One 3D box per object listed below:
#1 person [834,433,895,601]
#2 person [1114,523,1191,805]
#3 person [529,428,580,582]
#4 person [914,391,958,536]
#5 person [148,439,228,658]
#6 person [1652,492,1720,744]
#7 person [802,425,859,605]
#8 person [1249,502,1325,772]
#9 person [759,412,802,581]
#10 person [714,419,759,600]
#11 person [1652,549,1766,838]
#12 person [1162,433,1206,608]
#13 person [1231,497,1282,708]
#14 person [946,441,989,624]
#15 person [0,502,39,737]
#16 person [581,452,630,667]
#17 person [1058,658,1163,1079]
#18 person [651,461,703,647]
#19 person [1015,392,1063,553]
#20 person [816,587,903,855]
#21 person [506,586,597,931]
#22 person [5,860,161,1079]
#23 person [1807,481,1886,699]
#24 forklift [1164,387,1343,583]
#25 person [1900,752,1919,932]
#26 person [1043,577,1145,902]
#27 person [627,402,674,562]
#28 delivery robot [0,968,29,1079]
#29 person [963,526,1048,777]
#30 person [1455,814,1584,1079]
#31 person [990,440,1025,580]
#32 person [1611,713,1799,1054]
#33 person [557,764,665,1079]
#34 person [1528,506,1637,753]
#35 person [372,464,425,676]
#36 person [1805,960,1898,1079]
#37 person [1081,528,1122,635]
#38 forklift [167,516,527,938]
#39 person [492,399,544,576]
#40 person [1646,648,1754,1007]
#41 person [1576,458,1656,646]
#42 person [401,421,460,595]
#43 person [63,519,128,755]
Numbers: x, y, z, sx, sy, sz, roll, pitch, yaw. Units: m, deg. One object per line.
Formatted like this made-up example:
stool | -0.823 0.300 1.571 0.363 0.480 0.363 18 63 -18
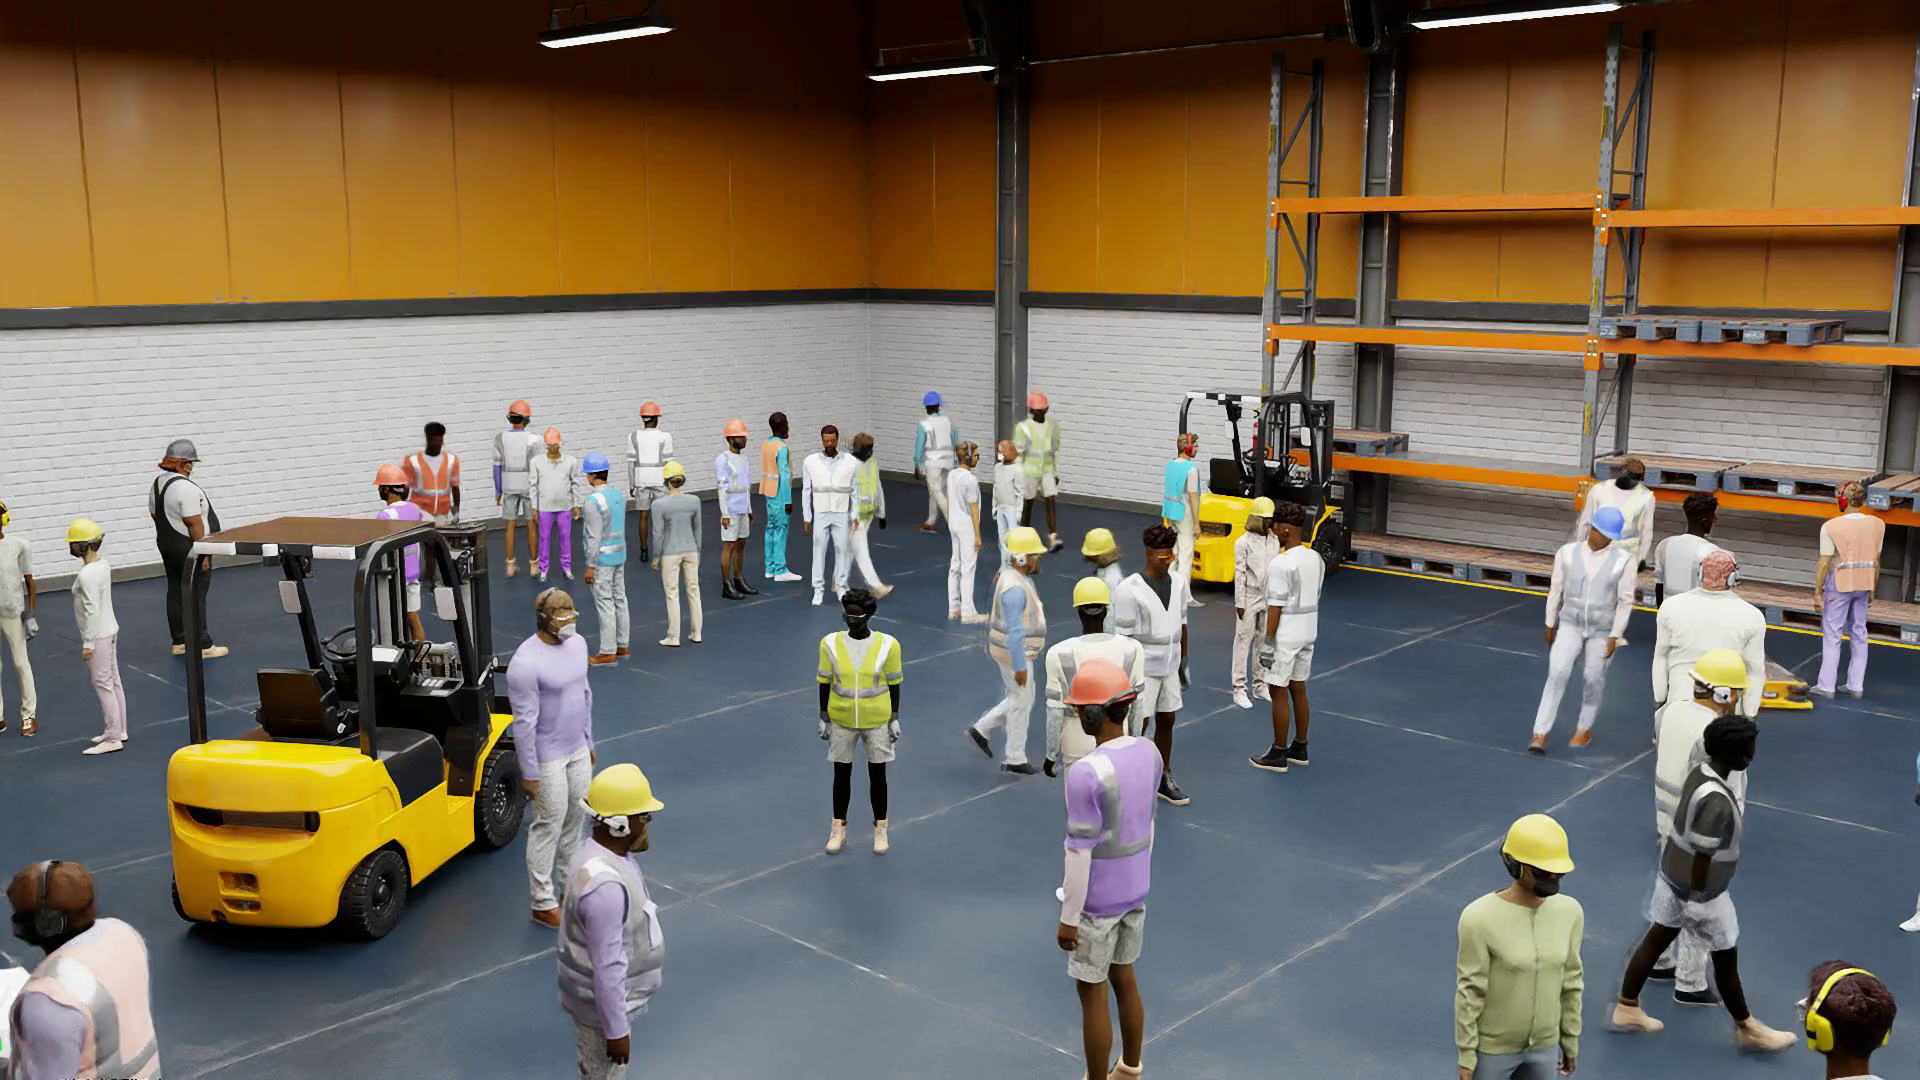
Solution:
person | -1.029 -0.250 17.887 0.981 1.784 0.636 7 12 36
person | 1.305 0.847 11.180 0.608 1.955 0.385 -7 12 -34
person | -4.585 -0.403 18.852 0.564 1.752 0.339 -4 11 -20
person | -0.252 -0.990 21.767 0.618 1.914 0.914 -8 13 -40
person | -7.107 0.068 15.359 0.679 2.000 0.537 7 12 36
person | 5.472 0.612 12.467 0.368 1.967 0.600 -4 11 -23
person | -1.372 -0.270 17.626 0.596 1.918 0.380 -2 10 -11
person | 2.384 0.697 12.046 0.388 1.951 0.614 9 13 41
person | -2.068 -0.496 18.910 0.386 1.921 0.595 -5 11 -28
person | -2.402 -0.334 17.927 0.352 1.942 0.546 5 11 24
person | 4.703 0.999 10.479 0.650 1.900 0.399 6 12 32
person | 2.336 -0.205 17.467 0.382 1.845 0.571 -4 11 -23
person | 2.469 0.504 13.721 0.486 1.744 0.294 -6 12 -32
person | 0.060 -0.080 16.752 0.333 1.844 0.514 -6 12 -30
person | -7.392 0.599 12.821 0.513 1.872 0.328 -2 10 -11
person | -3.223 0.172 15.037 0.406 1.942 0.614 3 10 16
person | 0.612 1.510 7.185 0.411 2.033 0.613 8 13 37
person | -2.687 0.134 15.762 0.526 1.769 0.329 -7 12 -37
person | 0.997 -0.842 20.707 0.618 1.981 1.047 -3 10 -15
person | -0.624 1.120 10.337 0.540 1.698 0.317 1 10 4
person | -2.245 1.200 9.242 0.374 1.929 0.635 4 11 20
person | -2.847 1.923 5.432 0.432 1.832 0.630 -1 10 -6
person | 7.410 0.429 13.891 0.559 1.836 0.394 -1 10 -8
forklift | 3.298 -0.608 18.767 1.214 2.155 2.313 9 13 42
person | 5.436 1.385 9.001 0.308 1.641 0.514 -6 12 -31
person | 0.755 1.161 9.486 0.585 1.917 0.382 -2 10 -13
person | -3.712 -0.695 20.009 0.548 1.932 0.377 -1 10 -3
delivery robot | -4.392 2.157 7.426 0.477 0.478 0.707 -4 11 -20
person | 0.355 0.795 11.871 0.544 1.822 0.603 1 10 5
person | 2.039 1.841 6.070 0.527 1.761 0.334 -3 10 -16
person | 0.540 -0.323 18.772 0.278 1.628 0.505 -7 12 -35
person | 3.509 1.595 7.764 0.833 1.646 0.572 3 10 14
person | -1.332 1.754 6.423 0.421 1.819 0.602 -2 10 -10
person | 4.619 0.685 12.303 0.637 1.881 0.891 6 11 29
person | -4.832 0.310 14.272 0.359 1.939 0.543 2 10 13
person | 2.369 2.058 4.553 0.511 1.861 0.322 -2 10 -11
person | 1.082 0.737 12.479 0.399 1.719 0.655 0 10 0
forklift | -3.583 0.976 9.748 1.214 2.155 2.313 2 10 11
person | -5.048 -0.597 19.148 0.616 2.039 0.395 0 10 2
person | 3.680 1.426 8.278 0.403 1.817 0.601 -2 10 -11
person | 6.151 0.115 15.798 0.779 1.813 0.432 5 11 27
person | -5.832 -0.370 18.236 0.650 1.918 0.893 -8 12 -37
person | -6.474 0.719 12.436 0.315 1.767 0.535 -3 10 -15
